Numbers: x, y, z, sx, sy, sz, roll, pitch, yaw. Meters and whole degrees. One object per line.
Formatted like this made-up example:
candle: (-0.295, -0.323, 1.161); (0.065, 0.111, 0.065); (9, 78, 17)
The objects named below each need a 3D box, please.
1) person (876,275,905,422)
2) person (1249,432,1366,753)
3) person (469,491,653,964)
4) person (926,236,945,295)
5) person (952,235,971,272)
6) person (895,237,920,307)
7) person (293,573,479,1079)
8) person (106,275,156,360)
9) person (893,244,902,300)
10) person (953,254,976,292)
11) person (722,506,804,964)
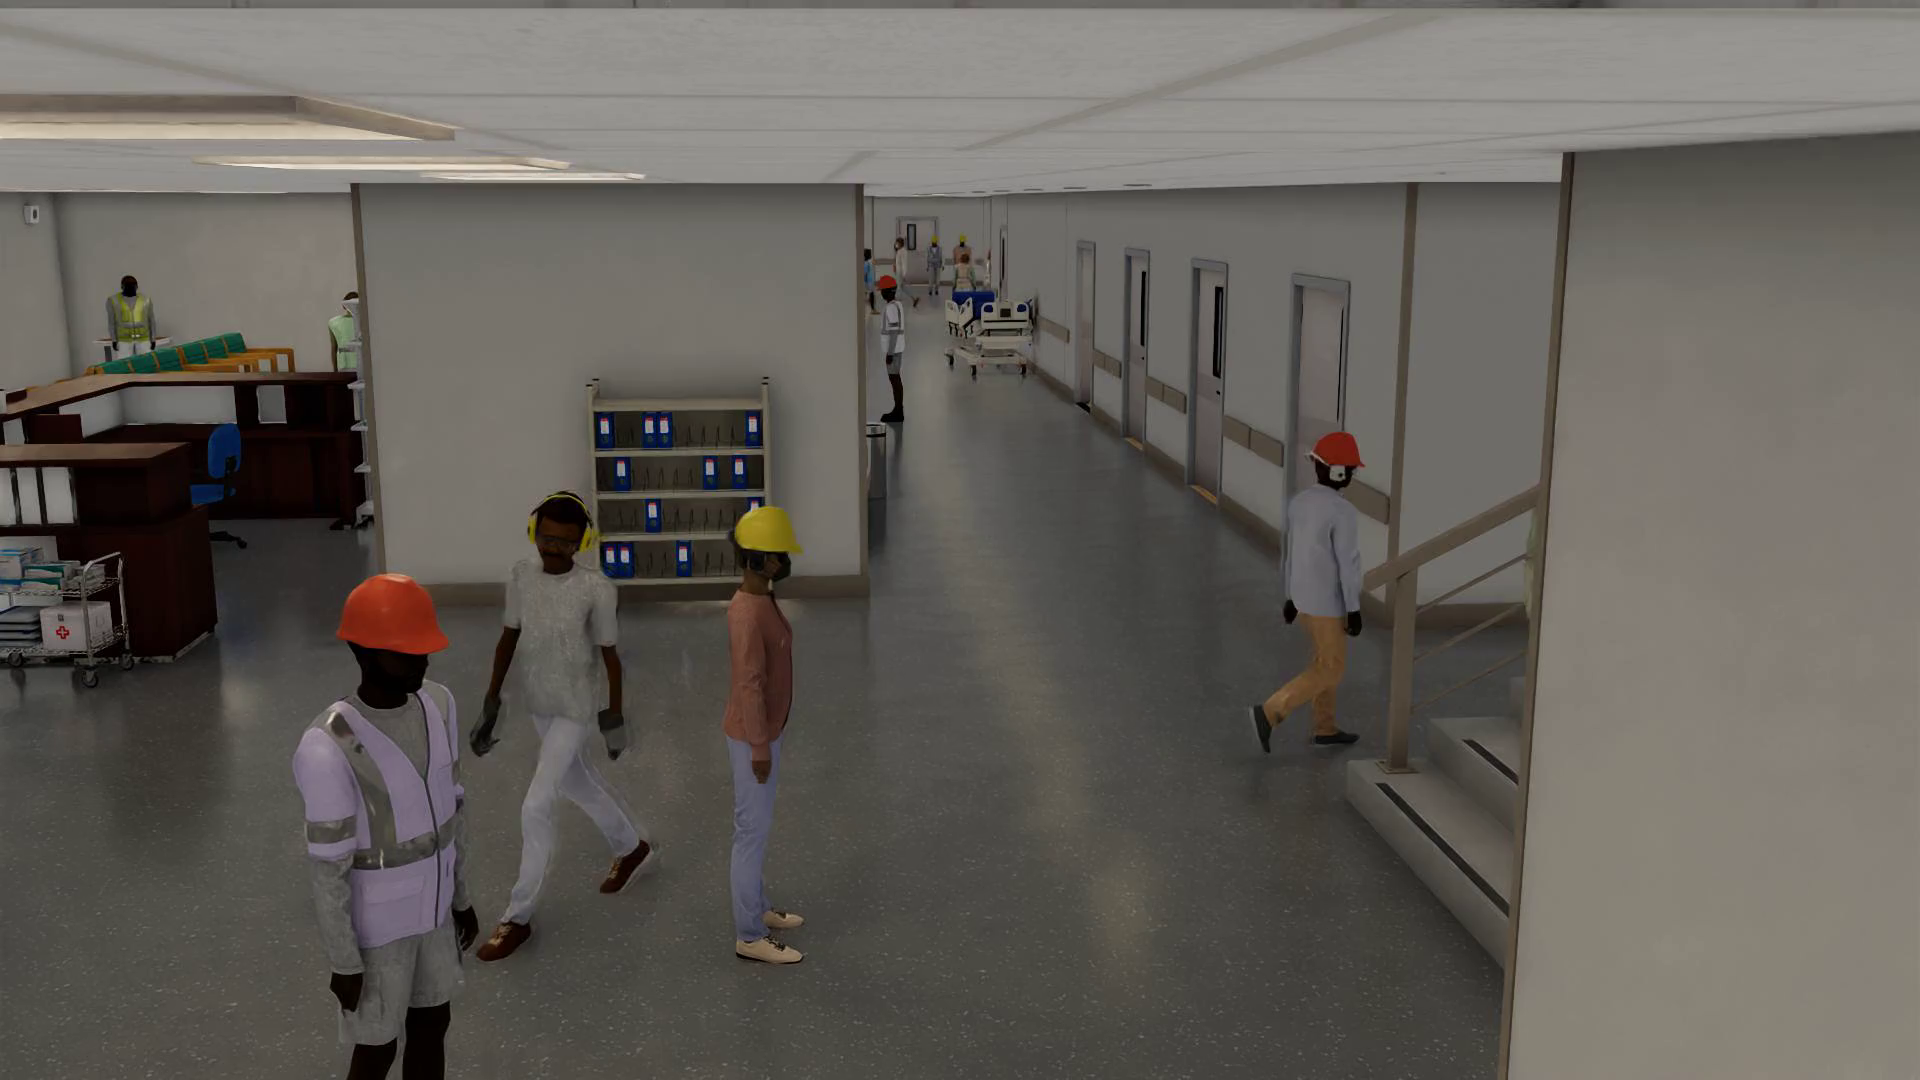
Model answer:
person: (-0.920, -2.519, 21.943); (0.377, 1.928, 0.551); (1, 12, 4)
person: (1.836, 0.292, 8.699); (0.654, 1.726, 0.565); (-3, 12, -13)
person: (-1.566, 0.674, 6.649); (0.546, 1.809, 0.995); (8, 14, 33)
person: (-0.769, -8.431, 51.154); (0.596, 1.785, 0.907); (0, 12, 1)
person: (0.053, -8.340, 50.625); (0.582, 1.850, 1.021); (1, 12, 4)
person: (-1.515, -7.170, 44.704); (0.856, 1.918, 0.634); (-2, 12, -8)
person: (-1.541, 1.031, 4.614); (0.389, 1.929, 0.539); (5, 12, 21)
person: (-11.945, -2.896, 24.029); (0.626, 1.841, 0.429); (-8, 14, -33)
person: (-1.806, -7.816, 48.539); (0.307, 1.639, 0.525); (0, 12, 0)
person: (0.141, -6.132, 40.368); (0.551, 1.605, 0.761); (4, 12, 18)
person: (-0.755, 0.740, 6.428); (0.316, 1.767, 0.522); (-1, 12, -3)
